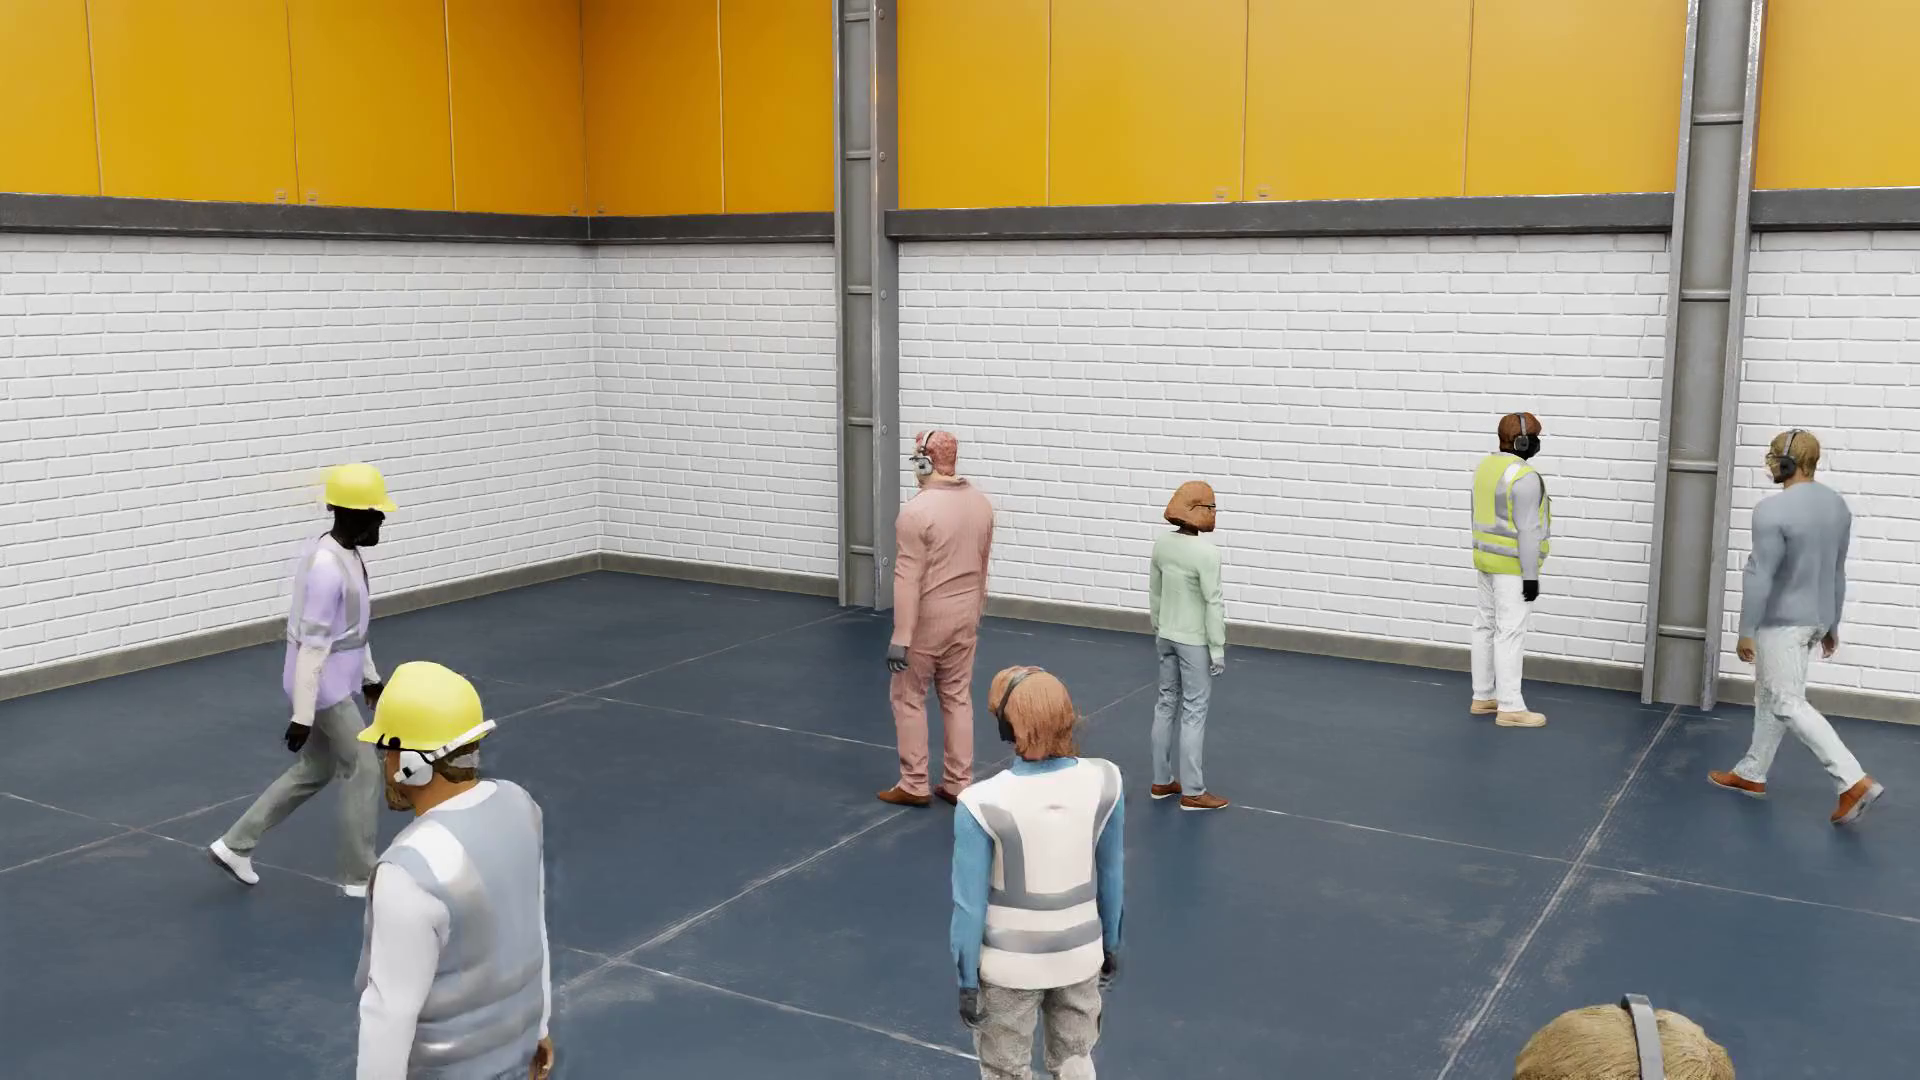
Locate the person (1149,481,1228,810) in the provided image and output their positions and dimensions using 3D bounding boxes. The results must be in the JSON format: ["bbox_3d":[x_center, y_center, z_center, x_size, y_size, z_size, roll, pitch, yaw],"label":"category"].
[{"bbox_3d":[1.139,0.516,8.265,0.276,1.632,0.507,-5,11,-31],"label":"person"}]

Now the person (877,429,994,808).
[{"bbox_3d":[-0.150,0.400,8.184,0.482,1.899,0.711,8,12,40],"label":"person"}]

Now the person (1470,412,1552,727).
[{"bbox_3d":[3.246,0.164,9.816,0.430,1.845,0.624,-1,9,-9],"label":"person"}]

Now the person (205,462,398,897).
[{"bbox_3d":[-2.735,0.608,6.942,0.817,1.882,0.599,-3,10,-17],"label":"person"}]

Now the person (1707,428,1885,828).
[{"bbox_3d":[4.114,0.414,8.081,0.642,1.912,0.921,-5,10,-29],"label":"person"}]

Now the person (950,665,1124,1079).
[{"bbox_3d":[0.223,1.136,4.405,0.526,1.624,0.533,-4,10,-24],"label":"person"}]

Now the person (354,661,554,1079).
[{"bbox_3d":[-1.130,1.157,3.796,0.915,1.792,0.607,1,9,8],"label":"person"}]

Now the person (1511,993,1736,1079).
[{"bbox_3d":[0.637,1.408,1.863,0.973,1.893,0.630,2,9,14],"label":"person"}]
